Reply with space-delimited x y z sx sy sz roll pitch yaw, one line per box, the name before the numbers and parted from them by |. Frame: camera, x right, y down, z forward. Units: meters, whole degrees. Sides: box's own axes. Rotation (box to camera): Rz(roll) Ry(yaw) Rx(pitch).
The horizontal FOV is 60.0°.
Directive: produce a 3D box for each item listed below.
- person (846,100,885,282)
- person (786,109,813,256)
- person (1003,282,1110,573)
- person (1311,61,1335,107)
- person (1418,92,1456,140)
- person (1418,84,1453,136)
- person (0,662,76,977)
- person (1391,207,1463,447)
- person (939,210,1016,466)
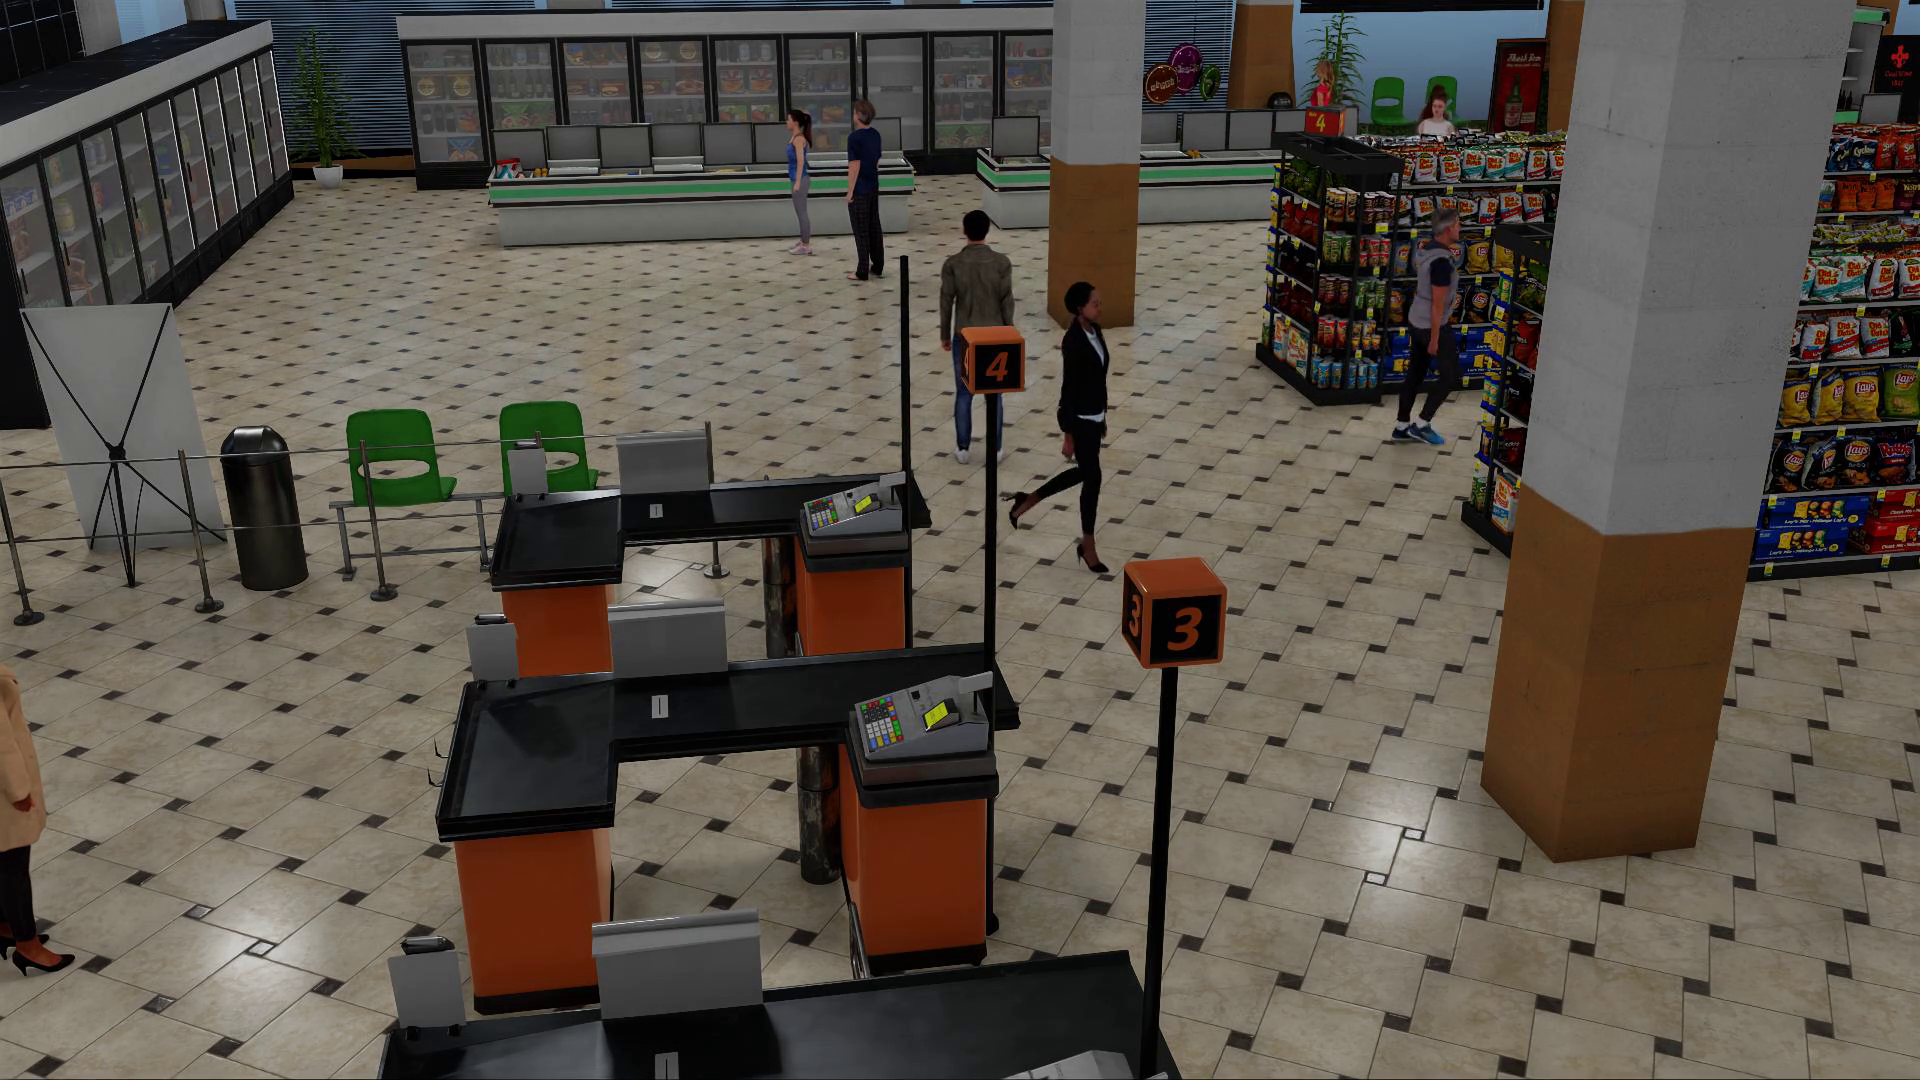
person | -1.015 -3.722 17.688 0.783 1.872 0.726 14 26 32
person | -1.824 -4.077 18.921 0.561 1.610 0.581 -1 22 -3
person | 0.667 -0.693 10.223 1.066 1.817 0.923 9 24 22
person | 4.927 -5.639 22.652 0.710 1.728 0.665 12 25 27
person | 5.405 -4.211 19.021 0.749 1.785 0.808 11 24 24
person | 5.744 -4.677 20.360 1.049 1.651 1.119 18 28 37
person | -3.742 0.909 6.419 0.722 1.681 0.744 19 29 39
person | 3.417 -1.574 12.426 0.677 1.809 0.733 -1 22 -3
person | 0.130 -1.452 12.050 0.582 1.862 0.796 0 22 0
